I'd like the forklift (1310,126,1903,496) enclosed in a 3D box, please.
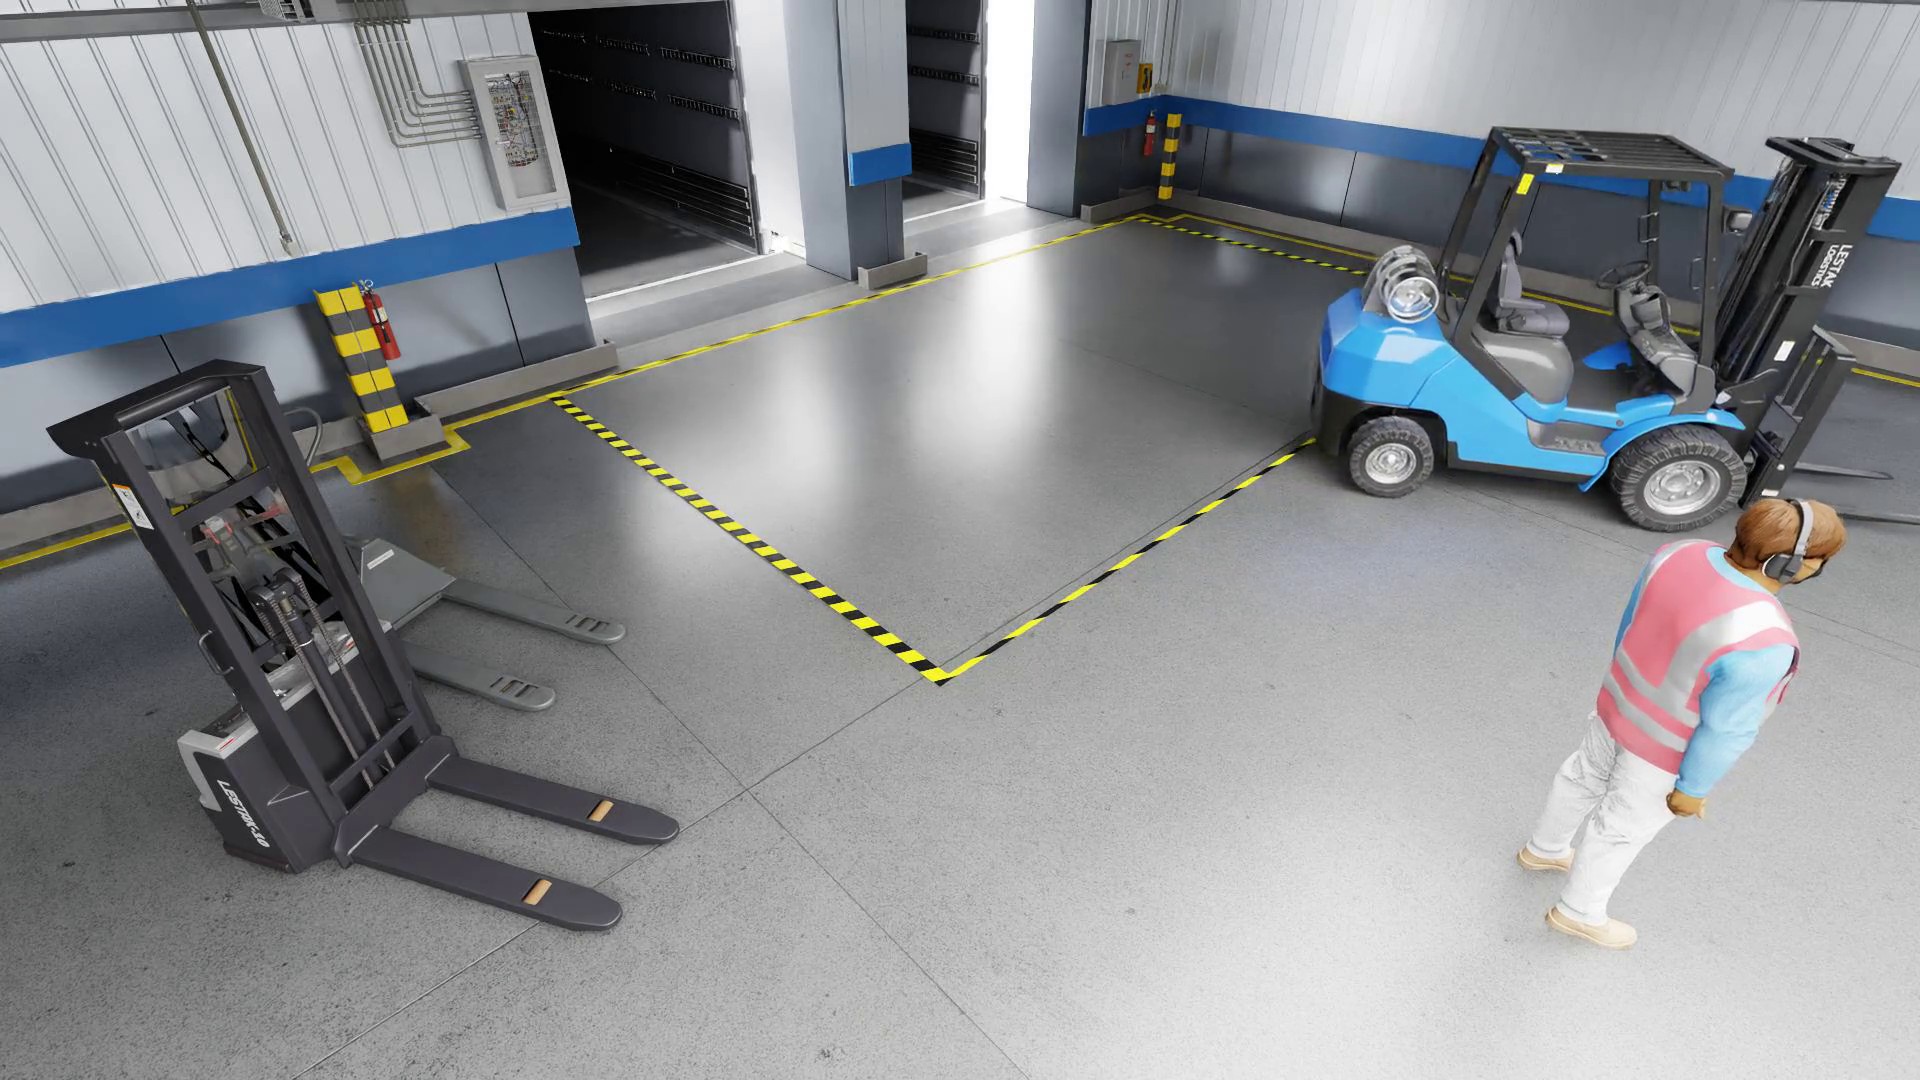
[{"bbox_3d":[3.818,-1.471,5.821,2.680,2.036,1.157,9,35,13],"label":"forklift"}]

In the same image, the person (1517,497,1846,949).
[{"bbox_3d":[2.423,0.650,3.156,0.431,1.843,0.623,6,35,8],"label":"person"}]

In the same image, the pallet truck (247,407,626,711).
[{"bbox_3d":[-2.628,0.038,4.590,1.601,1.201,0.680,12,36,18],"label":"pallet truck"}]

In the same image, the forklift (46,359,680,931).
[{"bbox_3d":[-2.135,0.422,3.354,1.885,1.965,0.823,10,35,14],"label":"forklift"}]
